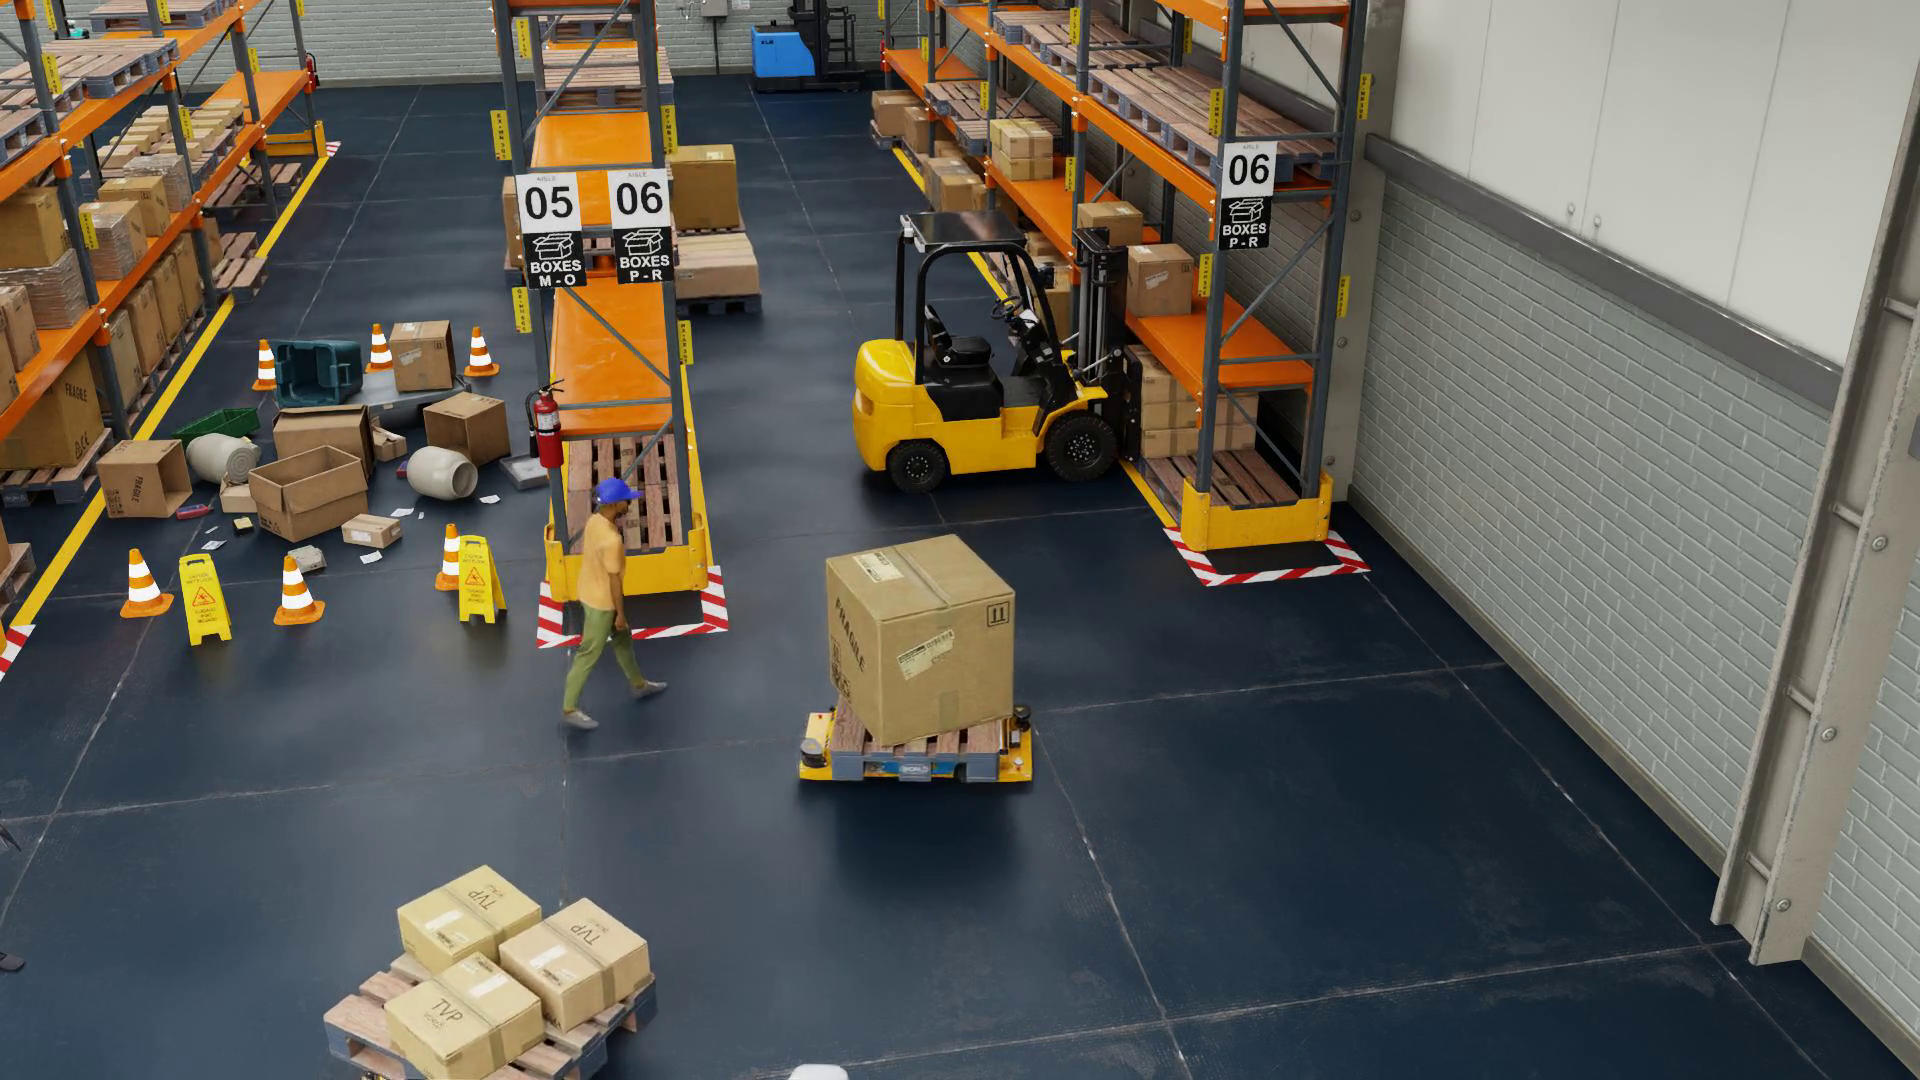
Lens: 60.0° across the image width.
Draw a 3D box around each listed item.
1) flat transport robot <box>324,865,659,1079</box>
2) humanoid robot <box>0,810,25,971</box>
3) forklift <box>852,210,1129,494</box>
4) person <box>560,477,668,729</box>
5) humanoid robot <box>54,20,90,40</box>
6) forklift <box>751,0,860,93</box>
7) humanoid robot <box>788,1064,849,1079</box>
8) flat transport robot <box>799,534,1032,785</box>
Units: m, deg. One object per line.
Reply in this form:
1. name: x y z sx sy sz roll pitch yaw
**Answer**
1. flat transport robot: -2.218 2.433 8.062 0.659 0.231 1.431 13 29 26
2. humanoid robot: -5.058 1.526 8.308 0.315 1.657 0.599 14 29 26
3. forklift: 0.216 -1.659 14.366 2.313 2.155 1.214 -5 26 -10
4. person: -2.306 0.395 10.703 0.764 1.657 0.473 -11 28 -22
5. humanoid robot: -14.702 -7.750 27.635 0.552 1.843 0.758 -22 33 -38
6. forklift: -2.872 -9.679 30.288 1.873 2.768 1.129 -5 26 -10
7. humanoid robot: -0.672 2.602 5.952 0.678 1.758 0.549 3 26 7
8. flat transport robot: -0.266 1.267 10.490 1.431 0.231 0.659 1 26 1
